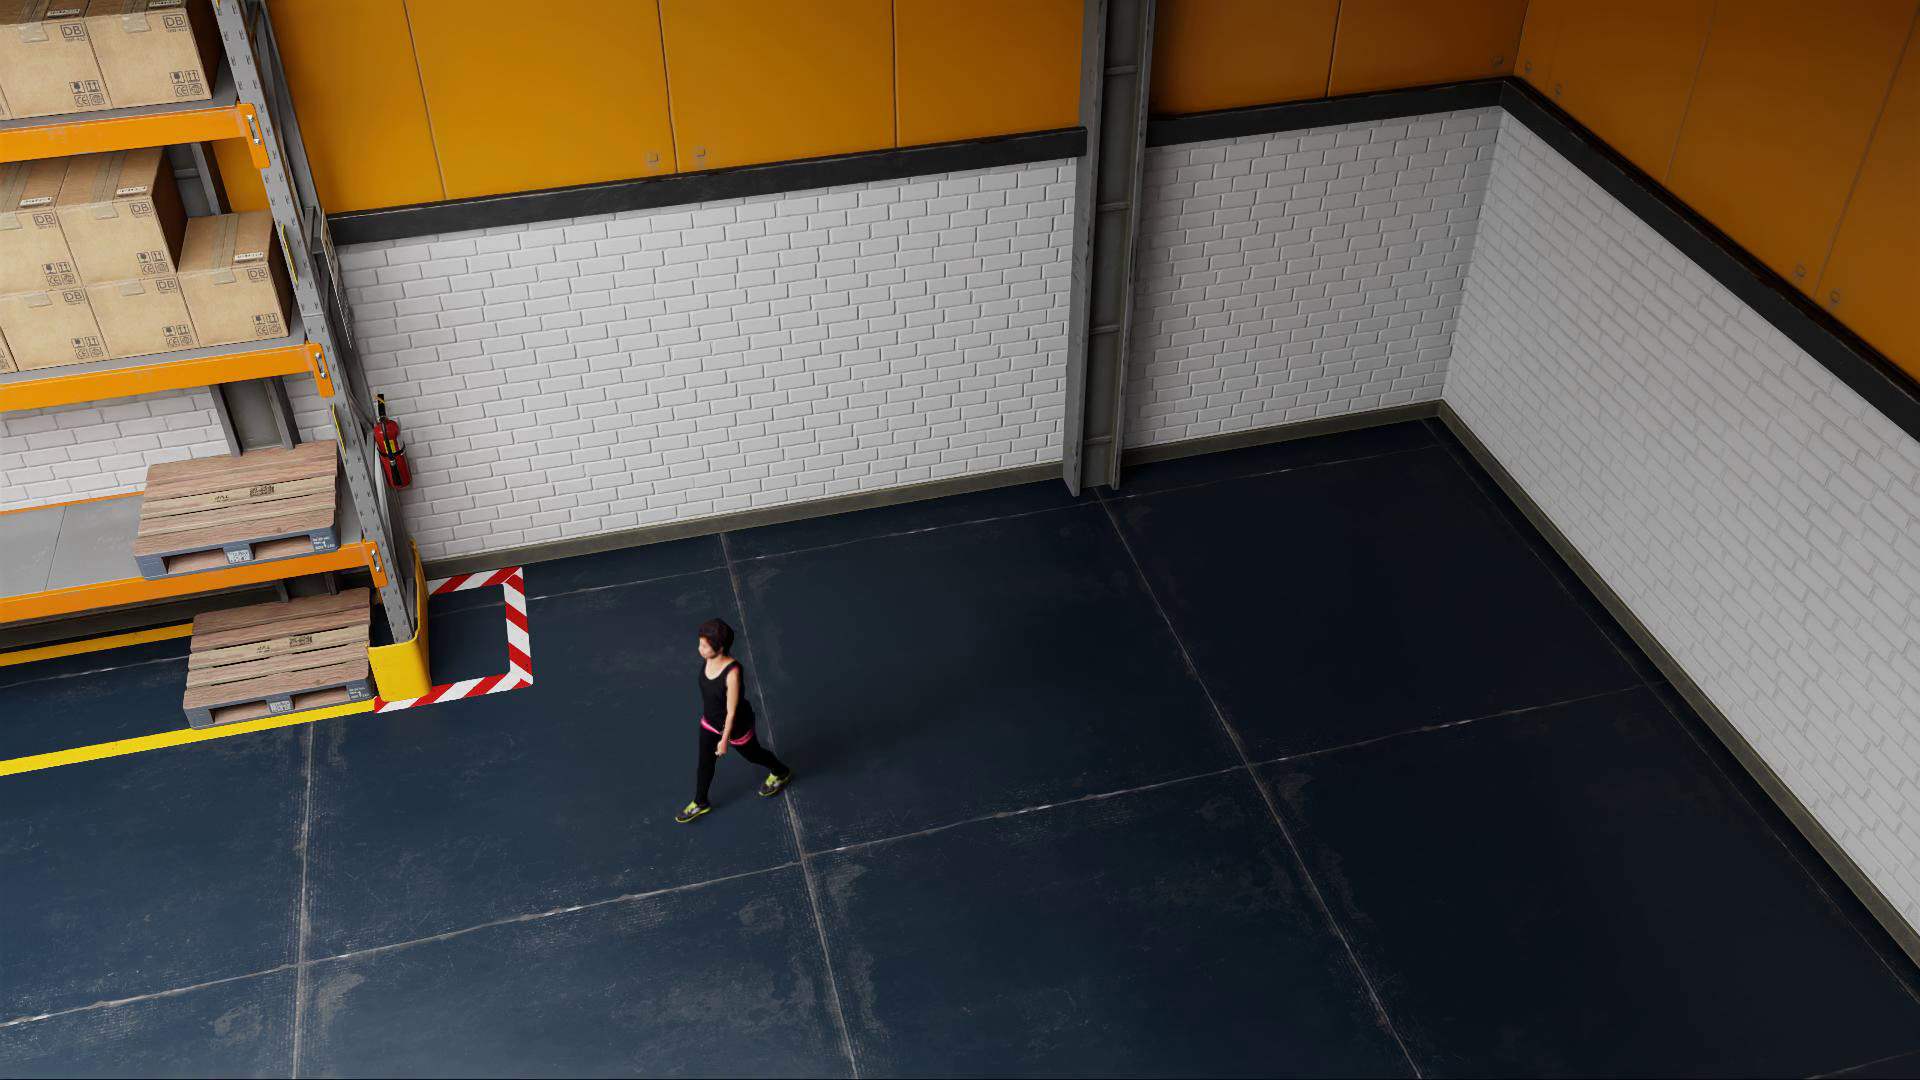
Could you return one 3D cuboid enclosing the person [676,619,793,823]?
[{"bbox_3d":[-1.359,1.089,10.300,1.083,1.514,0.830,-28,46,-30],"label":"person"}]
